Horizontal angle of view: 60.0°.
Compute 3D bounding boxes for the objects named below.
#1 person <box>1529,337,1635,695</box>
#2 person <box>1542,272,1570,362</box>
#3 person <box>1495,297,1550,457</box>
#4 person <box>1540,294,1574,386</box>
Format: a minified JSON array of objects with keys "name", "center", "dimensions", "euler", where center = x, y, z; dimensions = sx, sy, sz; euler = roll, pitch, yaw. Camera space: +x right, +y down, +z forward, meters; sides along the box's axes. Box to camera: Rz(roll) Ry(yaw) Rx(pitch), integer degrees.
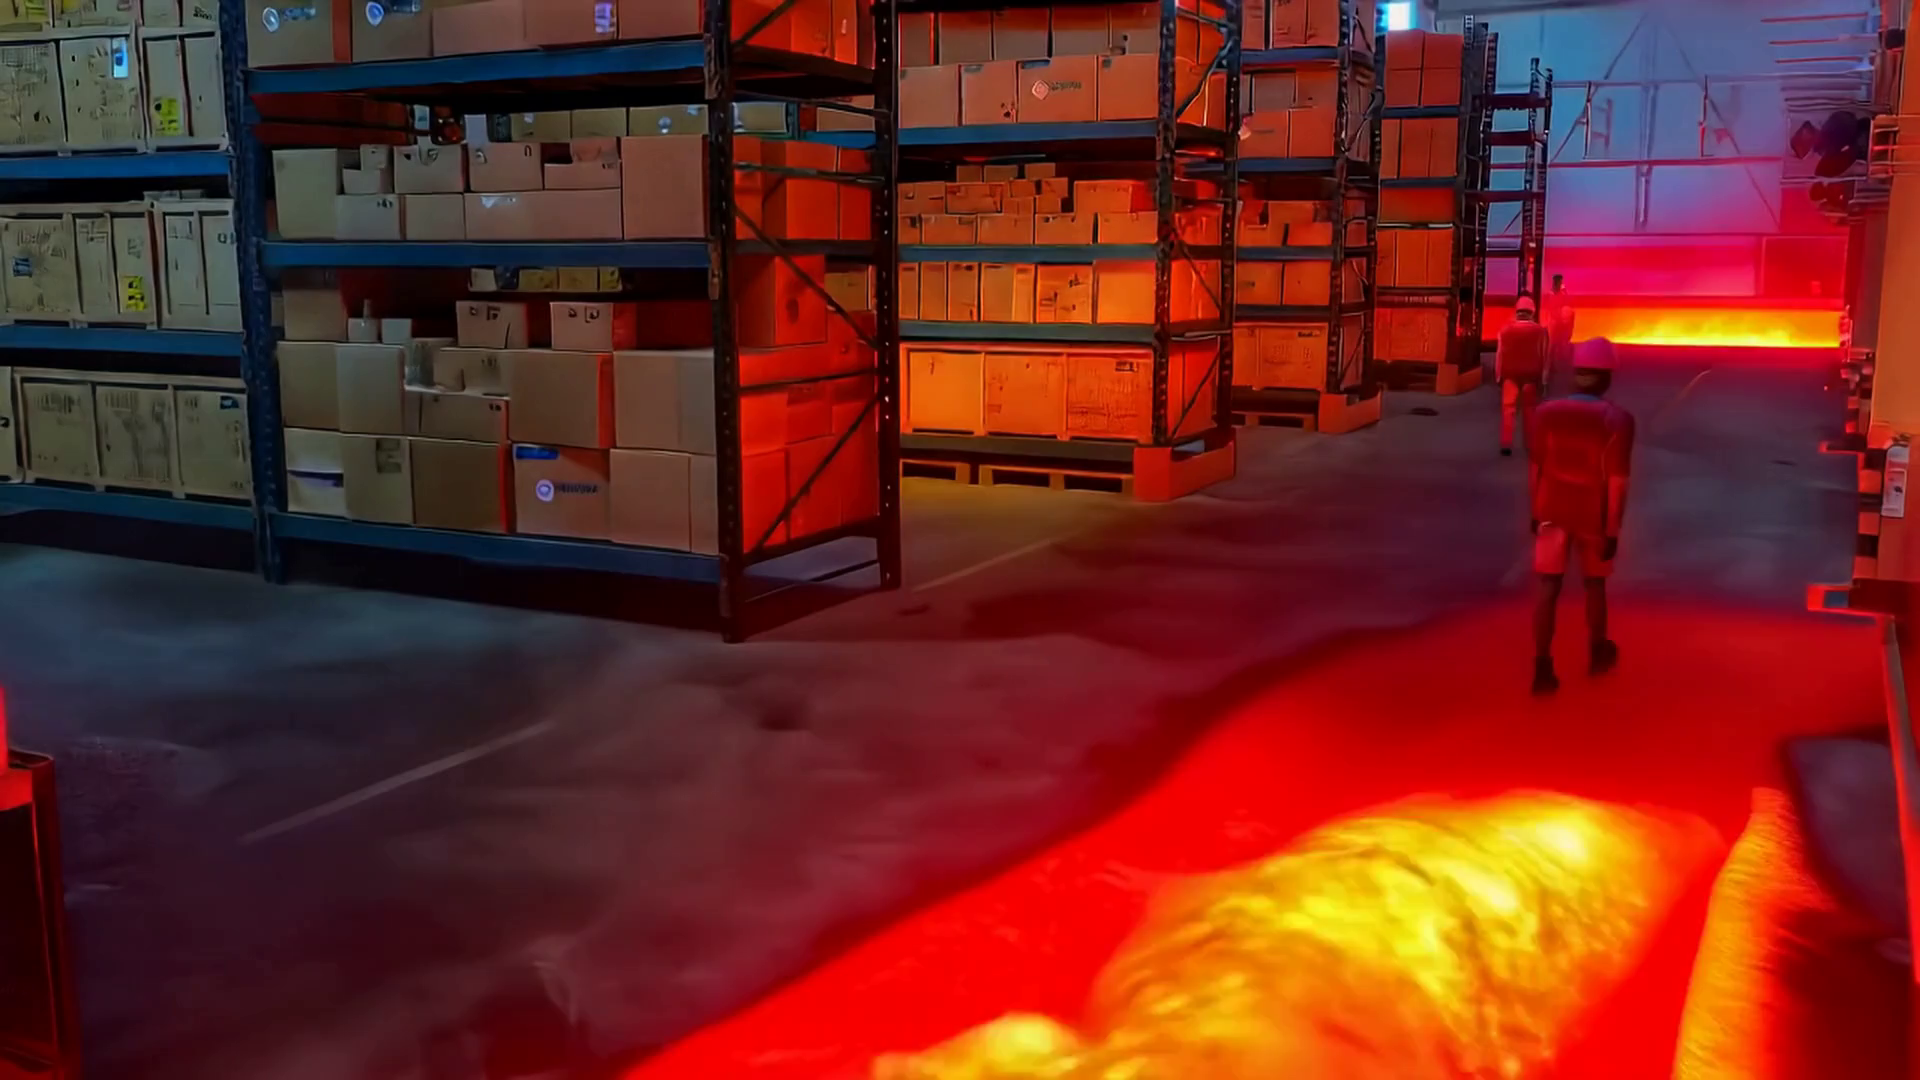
[{"name":"person","center":[3.330,-0.144,8.956],"dimensions":[0.569,1.884,0.989],"euler":[7,12,35]},{"name":"person","center":[12.768,-4.768,35.632],"dimensions":[0.544,1.925,0.448],"euler":[1,10,4]},{"name":"person","center":[6.432,-1.859,19.041],"dimensions":[0.591,1.833,0.403],"euler":[3,10,19]},{"name":"person","center":[10.394,-3.465,28.976],"dimensions":[0.530,1.609,0.760],"euler":[8,13,39]}]
